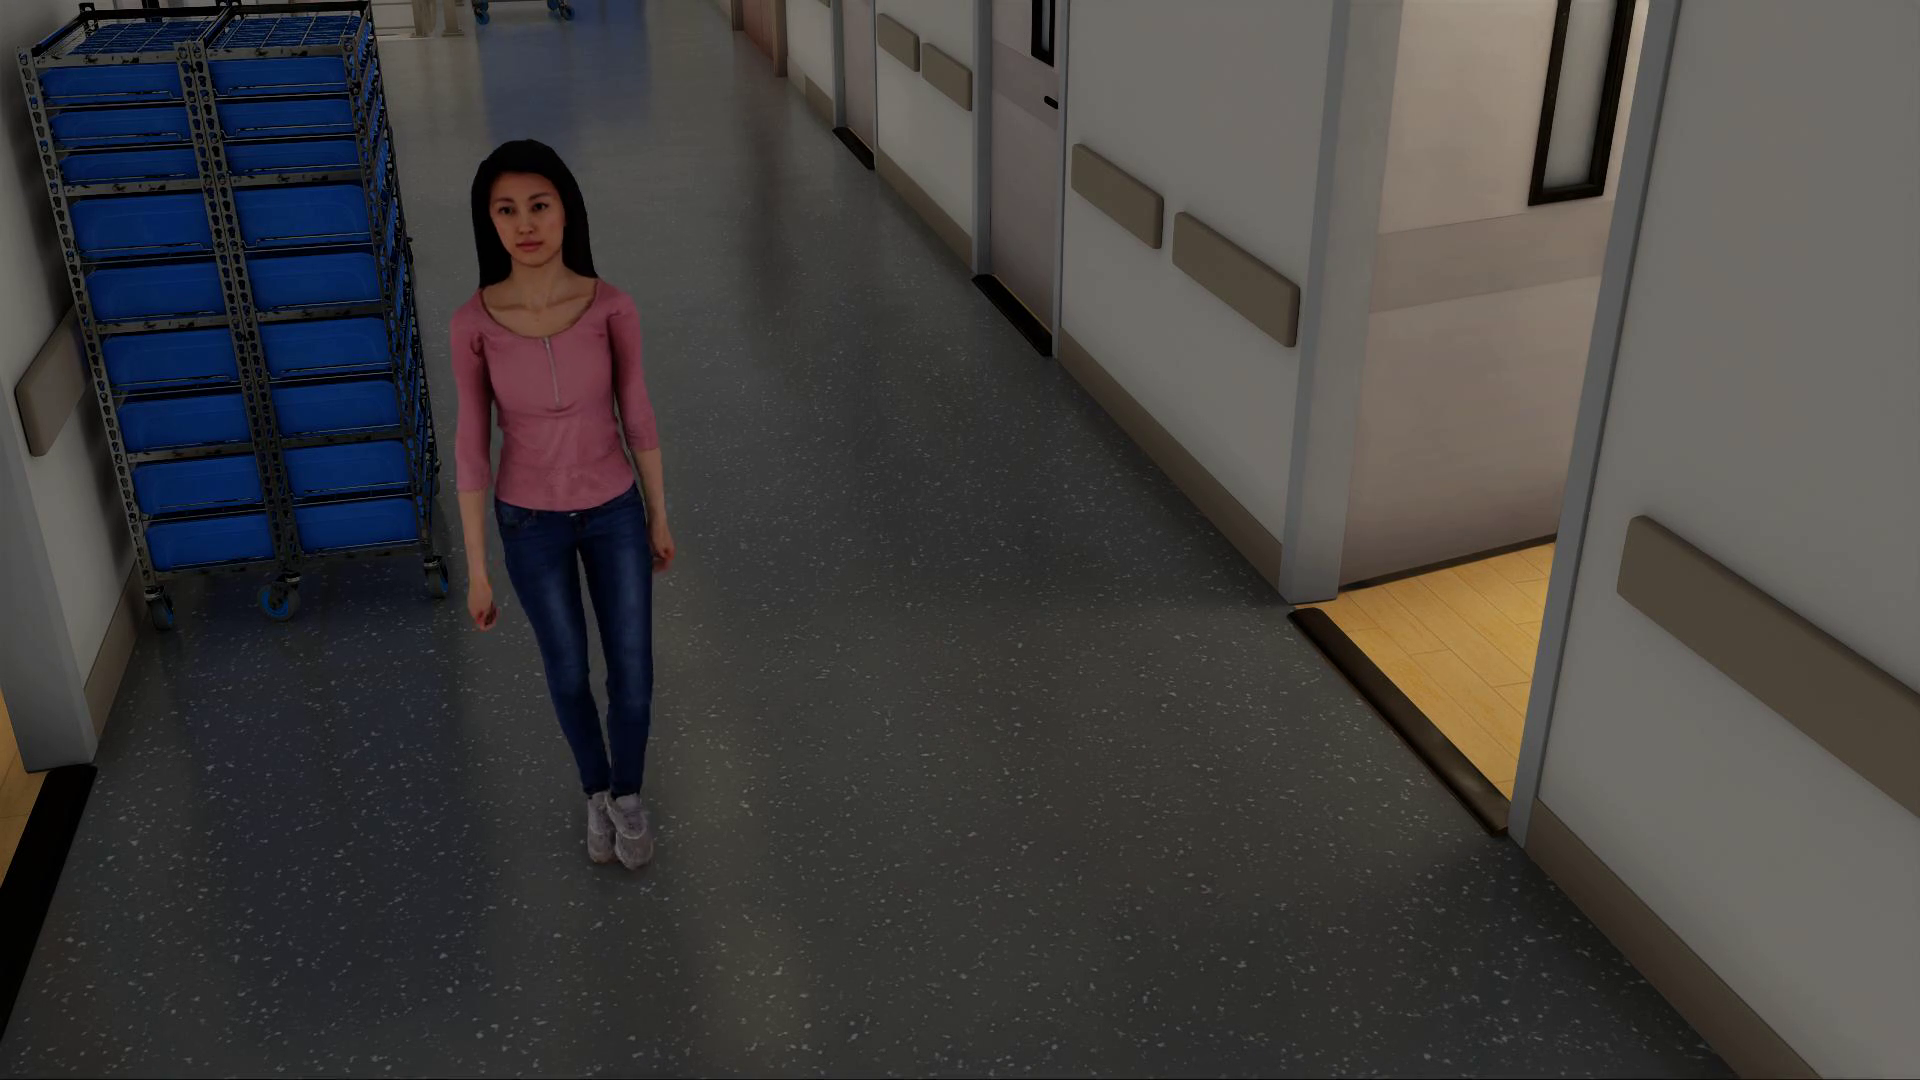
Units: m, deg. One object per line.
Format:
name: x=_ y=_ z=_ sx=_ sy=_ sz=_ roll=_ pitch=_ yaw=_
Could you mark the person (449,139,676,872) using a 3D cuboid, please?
person: x=-0.884 y=-0.061 z=3.801 sx=0.618 sy=1.733 sz=0.620 roll=-6 pitch=26 yaw=-12
